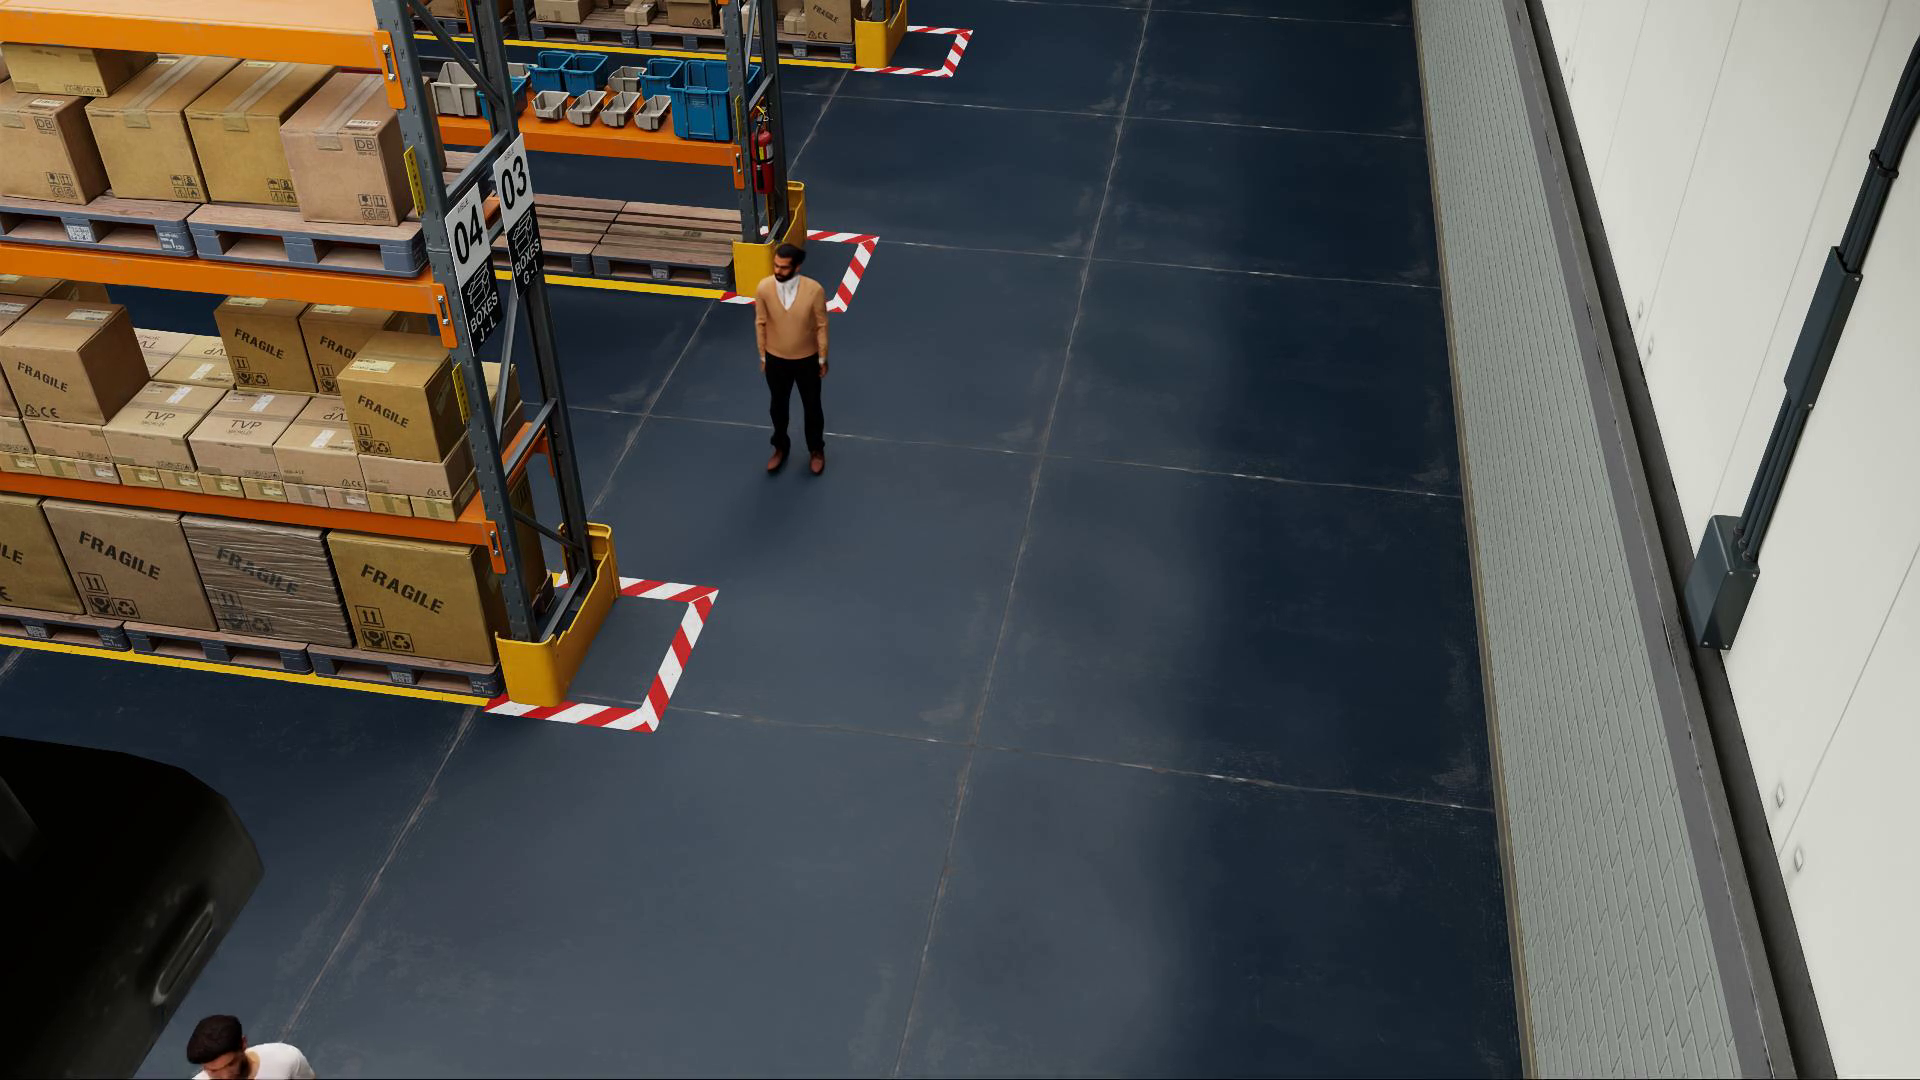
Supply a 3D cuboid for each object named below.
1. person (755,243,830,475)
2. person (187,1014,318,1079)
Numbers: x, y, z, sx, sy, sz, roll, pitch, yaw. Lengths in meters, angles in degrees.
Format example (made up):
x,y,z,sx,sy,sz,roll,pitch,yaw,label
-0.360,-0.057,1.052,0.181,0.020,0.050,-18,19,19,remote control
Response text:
x,y,z,sx,sy,sz,roll,pitch,yaw,label
-1.148,-1.265,11.469,0.540,1.752,0.726,3,38,4,person
-2.804,2.422,6.809,1.114,1.686,1.140,-21,43,-25,person
